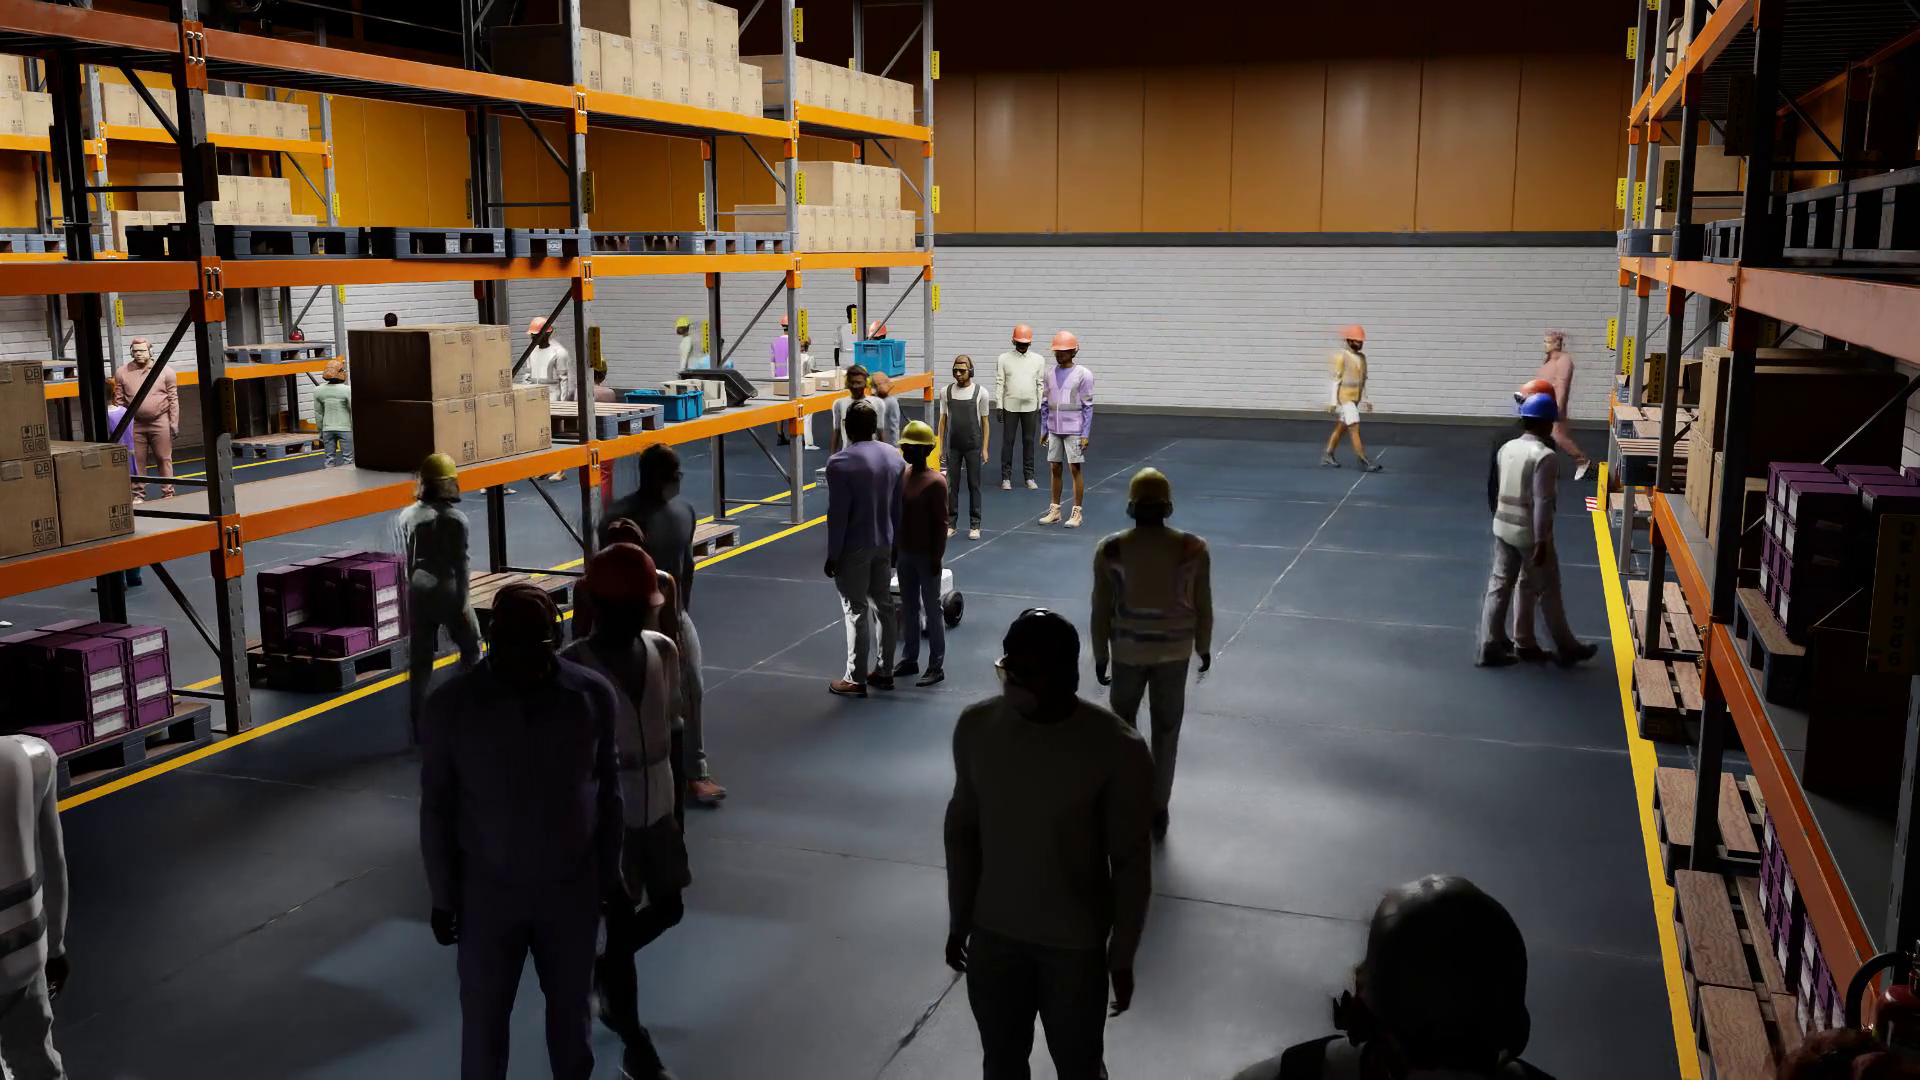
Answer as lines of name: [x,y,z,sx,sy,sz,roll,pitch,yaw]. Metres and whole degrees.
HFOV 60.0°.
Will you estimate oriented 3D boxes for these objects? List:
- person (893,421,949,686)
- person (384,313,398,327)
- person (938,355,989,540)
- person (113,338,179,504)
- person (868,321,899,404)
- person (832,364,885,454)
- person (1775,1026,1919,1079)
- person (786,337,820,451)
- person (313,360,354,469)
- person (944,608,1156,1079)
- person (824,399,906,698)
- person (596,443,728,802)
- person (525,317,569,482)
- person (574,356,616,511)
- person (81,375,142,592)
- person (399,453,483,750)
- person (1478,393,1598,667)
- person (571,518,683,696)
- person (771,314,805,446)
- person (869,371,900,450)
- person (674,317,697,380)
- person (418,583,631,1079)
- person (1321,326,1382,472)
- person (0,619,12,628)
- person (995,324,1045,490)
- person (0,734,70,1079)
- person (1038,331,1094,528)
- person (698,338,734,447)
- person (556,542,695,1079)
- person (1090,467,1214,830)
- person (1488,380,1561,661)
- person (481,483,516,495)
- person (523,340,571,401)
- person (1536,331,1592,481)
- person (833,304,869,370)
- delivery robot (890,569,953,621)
person: [-0.287,0.084,11.114,0.306,1.772,0.525,-9,14,-42]
person: [-8.432,-2.428,24.830,0.593,1.922,0.391,-7,12,-36]
person: [0.036,-0.917,16.531,0.509,1.844,0.329,2,10,13]
person: [-8.989,-1.279,18.398,0.651,1.907,0.409,-3,11,-18]
person: [-1.056,-1.905,21.869,0.544,1.932,0.386,3,11,19]
person: [-0.930,-0.694,15.292,0.494,1.848,0.444,-1,10,-4]
person: [1.226,1.576,2.466,0.584,1.860,0.830,-3,10,-14]
person: [-2.246,-2.091,23.732,0.523,1.636,0.311,6,12,32]
person: [-7.017,-1.209,18.777,0.500,1.633,0.284,1,10,3]
person: [0.235,1.132,4.749,0.627,1.935,0.371,5,11,27]
person: [-0.629,0.054,10.806,0.368,1.939,0.633,9,14,43]
person: [-1.547,0.453,8.651,0.642,1.903,0.863,-10,14,-44]
person: [-5.121,-1.724,20.530,0.613,2.039,0.389,5,11,25]
person: [-3.815,-1.058,17.554,0.526,1.768,0.315,4,11,22]
person: [-7.174,-0.483,14.075,0.389,1.850,0.567,1,10,5]
person: [-3.030,0.344,9.792,0.501,1.721,0.689,3,10,15]
person: [4.026,-0.058,11.511,0.871,1.909,0.635,-3,11,-16]
person: [-1.595,0.702,7.994,0.525,1.639,0.307,-3,11,-19]
person: [-2.481,-2.327,24.223,0.552,1.933,0.368,6,12,32]
person: [-0.833,-0.978,17.554,0.548,1.605,0.537,-8,13,-38]
person: [-4.581,-2.787,27.380,0.872,1.724,0.542,-4,11,-20]
person: [-1.340,1.069,5.196,0.638,1.903,0.406,-5,11,-27]
person: [5.097,-1.839,21.623,0.563,1.886,0.986,-9,13,-41]
person: [-7.437,-0.102,12.539,0.279,1.633,0.497,2,10,10]
person: [0.724,-1.588,19.916,0.608,1.987,0.388,-2,10,-10]
person: [-2.688,1.192,4.548,0.337,1.882,0.585,3,11,18]
person: [1.081,-1.143,17.255,0.611,2.041,0.379,7,12,35]
person: [-3.365,-2.021,23.299,0.541,1.646,0.843,3,10,15]
person: [-1.195,0.944,5.846,0.550,1.926,0.650,-10,14,-44]
person: [0.981,0.534,8.476,0.614,1.810,0.659,2,10,8]
person: [4.001,-0.142,11.782,0.406,1.982,0.614,-4,11,-20]
person: [-5.472,-1.333,19.463,0.523,1.636,0.310,3,10,16]
person: [-5.692,-1.988,22.526,0.659,1.856,0.966,6,12,31]
person: [7.383,-1.653,20.603,0.874,1.880,0.644,-2,10,-11]
person: [-1.760,-2.880,27.249,0.613,1.963,0.362,2,10,9]
delivery robot: [-0.336,0.372,12.641,0.477,0.478,0.707,5,11,24]
